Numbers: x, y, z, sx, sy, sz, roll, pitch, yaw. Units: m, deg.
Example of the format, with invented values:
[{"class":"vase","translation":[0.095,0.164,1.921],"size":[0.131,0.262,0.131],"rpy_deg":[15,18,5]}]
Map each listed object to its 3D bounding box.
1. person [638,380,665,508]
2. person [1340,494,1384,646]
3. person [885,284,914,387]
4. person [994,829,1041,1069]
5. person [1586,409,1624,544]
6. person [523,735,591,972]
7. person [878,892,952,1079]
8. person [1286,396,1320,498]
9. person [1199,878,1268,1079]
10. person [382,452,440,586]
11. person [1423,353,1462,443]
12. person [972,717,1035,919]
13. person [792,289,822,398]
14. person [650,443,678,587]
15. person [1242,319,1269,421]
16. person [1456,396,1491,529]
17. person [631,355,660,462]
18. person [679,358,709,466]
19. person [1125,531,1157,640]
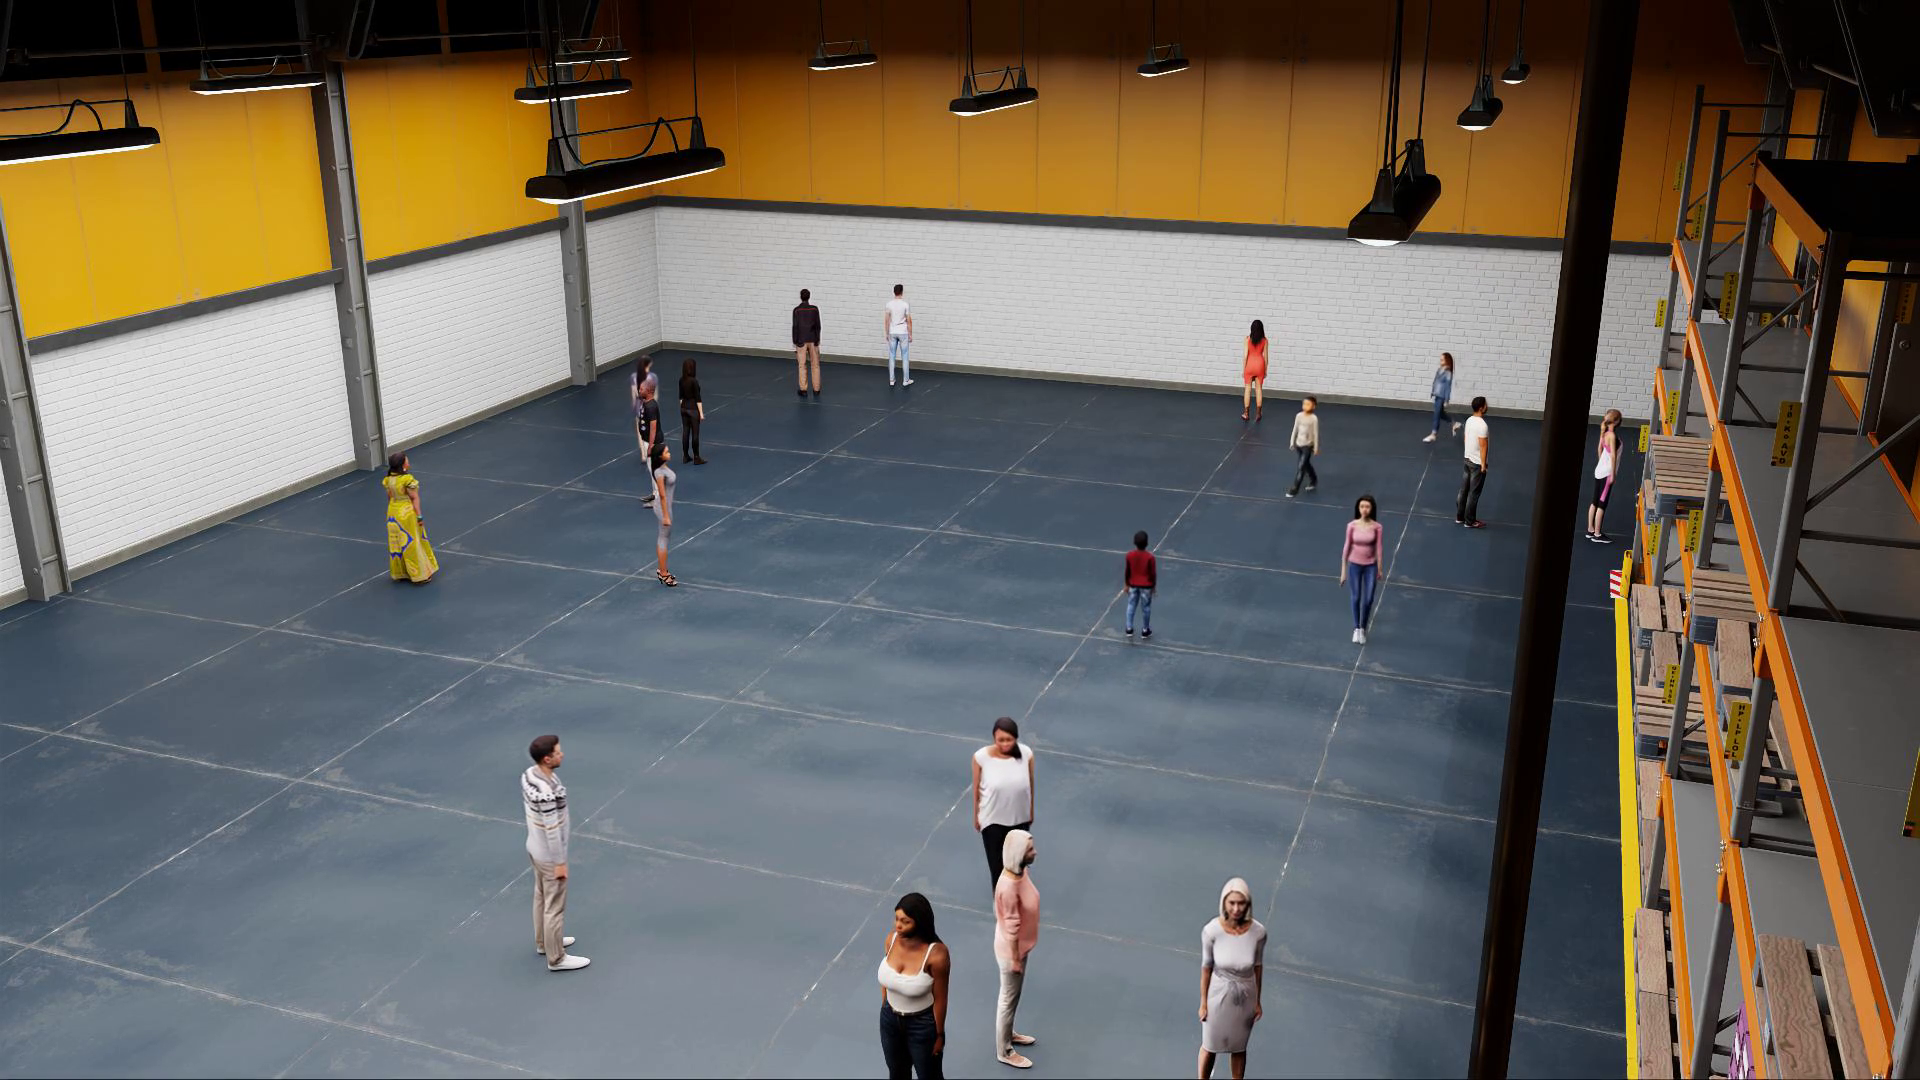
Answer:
[{"class":"person","translation":[-4.348,-1.375,23.500],"size":[0.820,1.805,0.729],"rpy_deg":[-5,19,-14]},{"class":"person","translation":[4.520,0.300,18.643],"size":[0.626,1.732,0.649],"rpy_deg":[5,19,16]},{"class":"person","translation":[-1.130,-3.774,30.554],"size":[0.679,1.851,0.565],"rpy_deg":[5,19,13]},{"class":"person","translation":[0.367,2.753,11.368],"size":[0.694,1.724,0.513],"rpy_deg":[3,19,9]},{"class":"person","translation":[8.527,-0.864,22.012],"size":[0.728,1.787,0.571],"rpy_deg":[0,19,1]},{"class":"person","translation":[-3.083,2.315,12.458],"size":[0.799,1.860,0.755],"rpy_deg":[-10,21,-27]},{"class":"person","translation":[-0.286,3.019,10.447],"size":[0.700,1.809,0.687],"rpy_deg":[13,22,33]},{"class":"person","translation":[5.038,-1.362,24.045],"size":[1.081,1.433,0.890],"rpy_deg":[-15,24,-38]},{"class":"person","translation":[1.739,2.957,10.723],"size":[0.634,1.750,0.625],"rpy_deg":[-1,19,-2]},{"class":"person","translation":[-6.826,-0.278,20.471],"size":[0.887,1.660,0.815],"rpy_deg":[9,21,26]},{"class":"person","translation":[7.817,-2.293,26.767],"size":[0.902,1.460,0.929],"rpy_deg":[-3,19,-10]},{"class":"person","translation":[0.360,2.160,13.209],"size":[0.827,1.674,0.897],"rpy_deg":[-3,19,-9]},{"class":"person","translation":[-2.741,-3.537,29.732],"size":[0.792,1.925,0.827],"rpy_deg":[-6,20,-18]},{"class":"person","translation":[-3.647,-0.325,20.422],"size":[0.719,1.781,0.605],"rpy_deg":[-2,19,-7]},{"class":"person","translation":[4.982,-2.884,28.116],"size":[0.656,1.719,0.639],"rpy_deg":[0,19,-1]},{"class":"person","translation":[6.989,-1.073,22.606],"size":[0.773,1.804,0.663],"rpy_deg":[-4,19,-13]},{"class":"person","translation":[-4.860,-1.995,25.646],"size":[0.808,1.611,1.072],"rpy_deg":[0,19,1]},{"class":"person","translation":[-4.144,-1.982,25.559],"size":[0.634,1.641,0.577],"rpy_deg":[12,22,32]},{"class":"person","translation":[2.043,0.500,18.793],"size":[0.506,1.255,0.483],"rpy_deg":[7,20,21]}]
